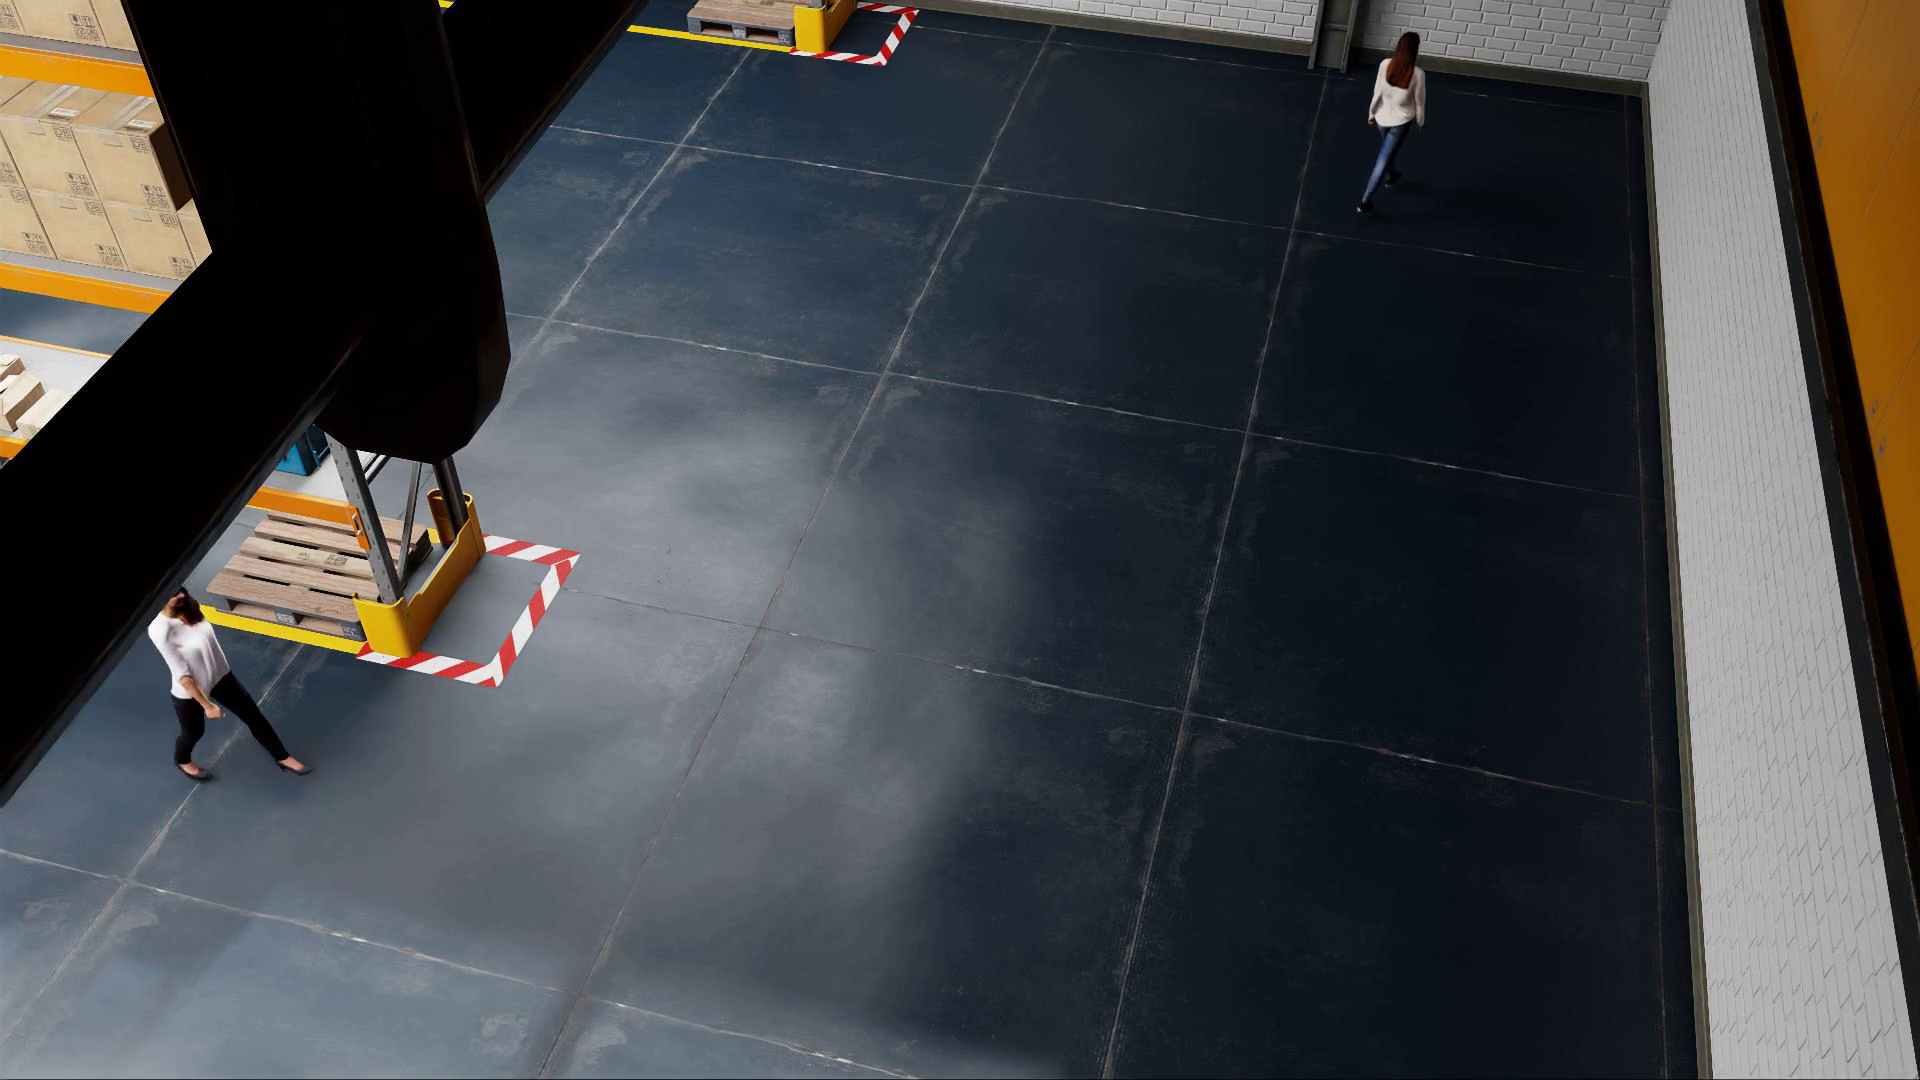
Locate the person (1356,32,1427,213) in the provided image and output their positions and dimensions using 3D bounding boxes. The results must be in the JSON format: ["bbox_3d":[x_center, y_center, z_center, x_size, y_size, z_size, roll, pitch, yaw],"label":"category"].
[{"bbox_3d":[3.877,-3.721,14.986,1.159,1.648,1.016,29,51,27],"label":"person"}]

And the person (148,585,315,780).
[{"bbox_3d":[-4.664,0.906,10.053,1.092,1.752,0.661,7,44,7],"label":"person"}]
